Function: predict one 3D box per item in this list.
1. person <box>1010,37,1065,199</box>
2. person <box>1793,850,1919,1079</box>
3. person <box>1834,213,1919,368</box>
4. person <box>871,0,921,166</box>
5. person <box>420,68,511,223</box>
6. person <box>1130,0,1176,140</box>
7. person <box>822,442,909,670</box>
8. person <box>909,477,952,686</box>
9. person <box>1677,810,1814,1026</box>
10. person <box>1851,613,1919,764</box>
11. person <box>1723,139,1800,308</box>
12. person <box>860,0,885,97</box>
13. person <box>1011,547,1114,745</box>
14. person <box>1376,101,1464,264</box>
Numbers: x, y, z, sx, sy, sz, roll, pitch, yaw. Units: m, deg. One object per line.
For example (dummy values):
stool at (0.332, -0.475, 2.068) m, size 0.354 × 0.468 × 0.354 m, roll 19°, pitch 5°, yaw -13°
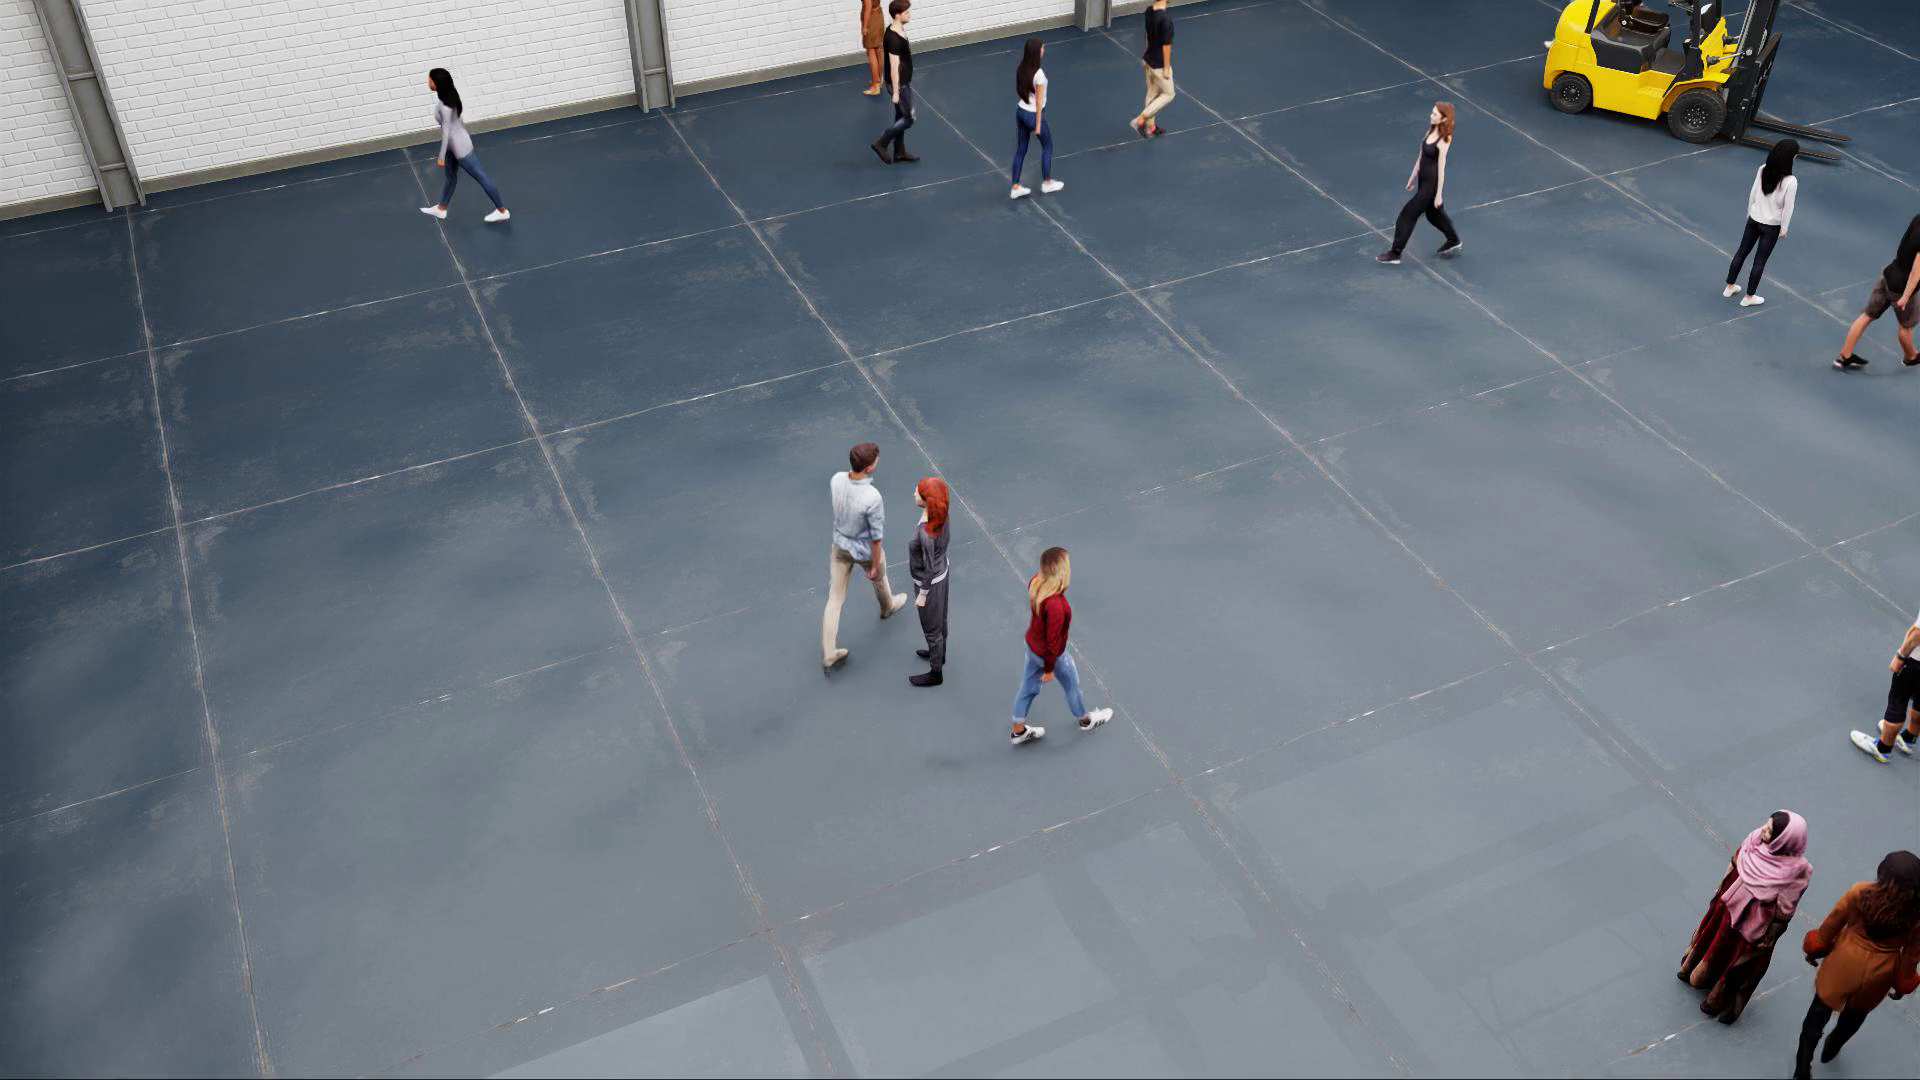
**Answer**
person at (0.678, -4.457, 17.720) m, size 0.868 × 1.755 × 0.665 m, roll -23°, pitch 44°, yaw -26°
person at (4.917, 2.410, 9.161) m, size 0.980 × 1.707 × 1.064 m, roll 32°, pitch 48°, yaw 33°
person at (8.393, -2.320, 14.999) m, size 1.235 × 1.812 × 0.994 m, roll 1°, pitch 39°, yaw 2°
person at (-0.758, -5.023, 18.327) m, size 0.909 × 1.883 × 0.825 m, roll -2°, pitch 39°, yaw -3°
person at (-5.080, -4.051, 17.271) m, size 1.193 × 1.683 × 0.781 m, roll -8°, pitch 39°, yaw -10°
person at (2.160, -5.383, 18.806) m, size 0.757 × 1.847 × 0.661 m, roll -15°, pitch 41°, yaw -18°
person at (-0.806, 0.131, 11.949) m, size 1.088 × 1.789 × 1.310 m, roll 23°, pitch 44°, yaw 26°
person at (-0.204, 0.282, 11.767) m, size 0.677 × 1.780 × 0.654 m, roll 6°, pitch 39°, yaw 8°
person at (4.557, 2.124, 9.575) m, size 0.658 × 1.636 × 0.701 m, roll -9°, pitch 39°, yaw -11°
person at (6.515, 0.737, 11.144) m, size 0.468 × 1.847 × 0.707 m, roll -15°, pitch 41°, yaw -18°
person at (7.754, -3.074, 16.034) m, size 0.563 × 1.700 × 0.621 m, roll -19°, pitch 42°, yaw -22°
person at (-1.048, -6.202, 19.962) m, size 0.679 × 1.685 × 0.649 m, roll 11°, pitch 40°, yaw 13°
person at (0.515, 0.774, 11.301) m, size 0.958 × 1.593 × 0.613 m, roll -14°, pitch 41°, yaw -17°
person at (4.791, -3.552, 16.628) m, size 1.230 × 1.705 × 0.846 m, roll -5°, pitch 39°, yaw -6°
